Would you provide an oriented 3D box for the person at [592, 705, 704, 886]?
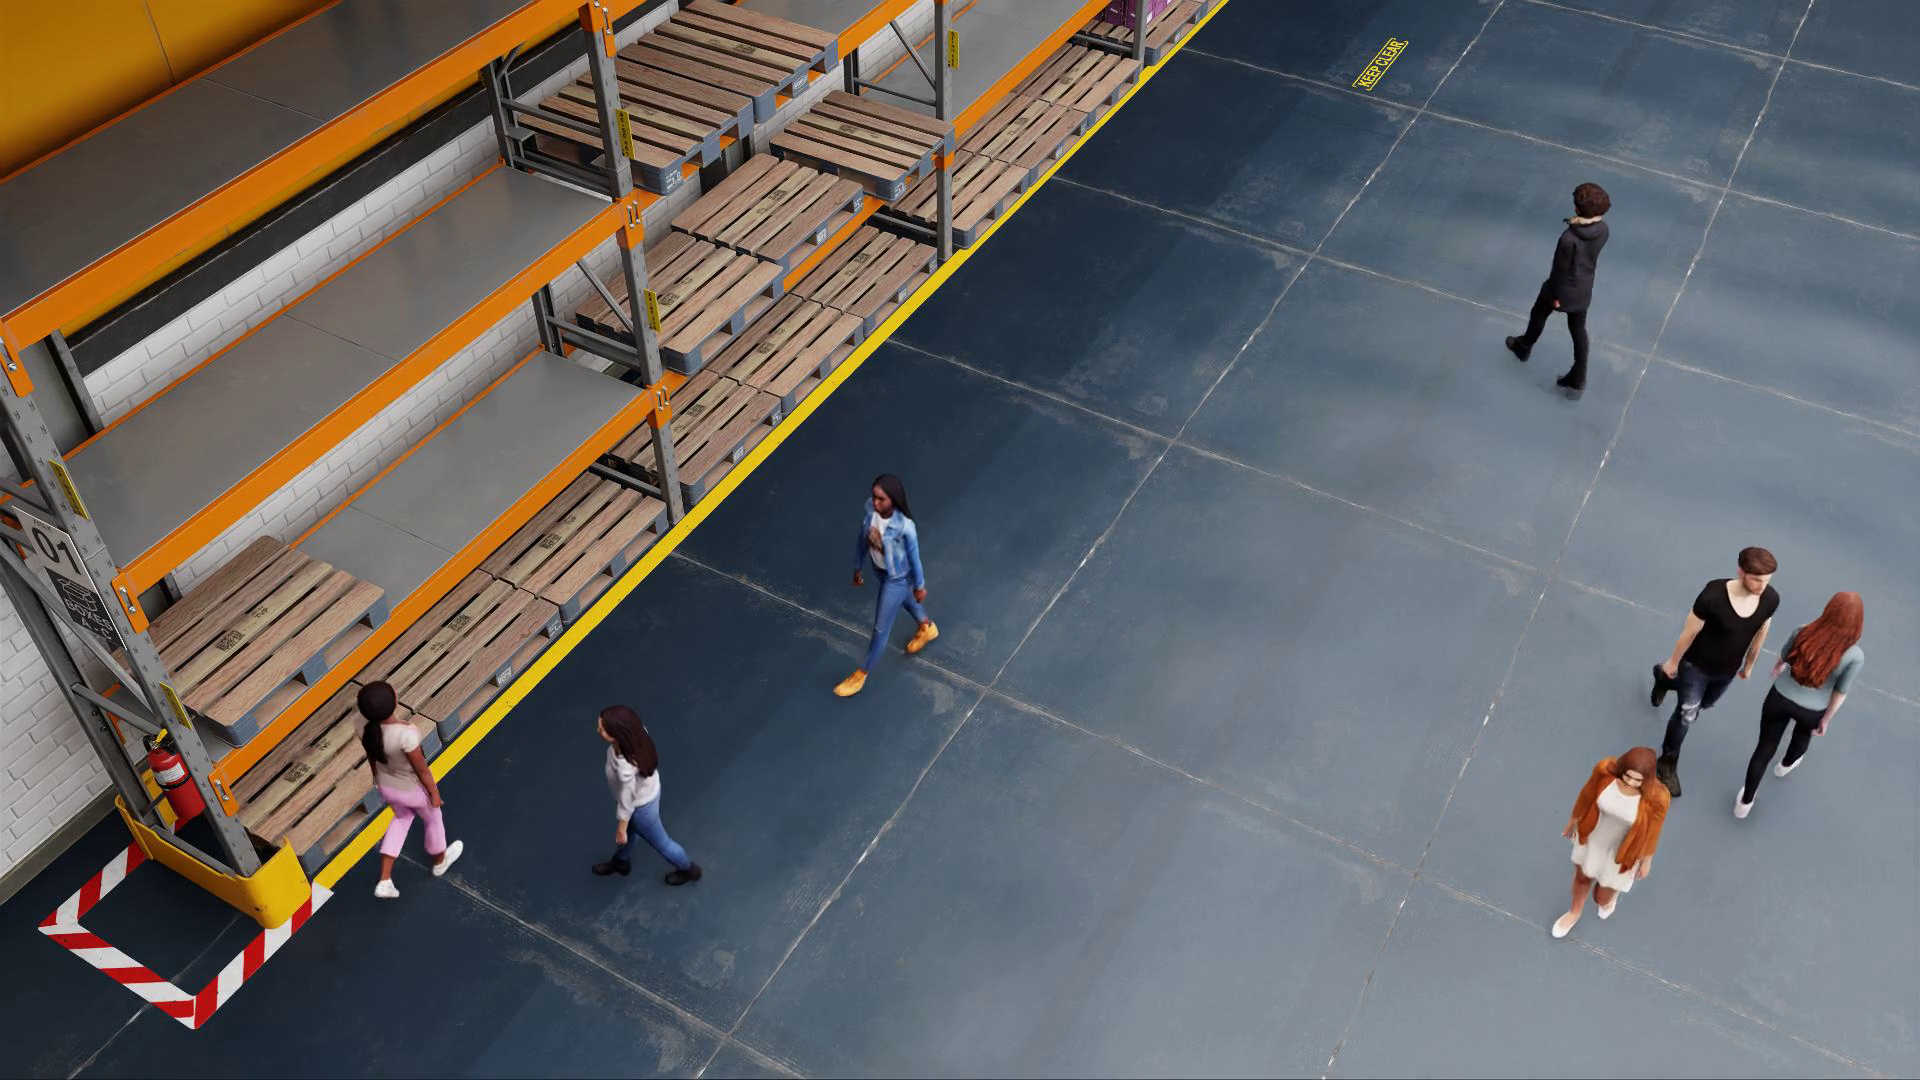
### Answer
[{"bbox_3d":[-1.768,1.503,9.569,0.968,1.603,0.956,-3,44,-4],"label":"person"}]

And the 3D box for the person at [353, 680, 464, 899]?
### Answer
[{"bbox_3d":[-3.228,1.475,9.510,0.667,1.724,0.918,16,46,16],"label":"person"}]

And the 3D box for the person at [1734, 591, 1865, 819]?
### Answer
[{"bbox_3d":[4.981,1.047,9.969,0.652,1.711,0.970,28,50,26],"label":"person"}]

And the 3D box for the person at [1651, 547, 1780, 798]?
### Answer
[{"bbox_3d":[4.582,0.674,10.242,1.054,1.874,1.219,-2,44,-2],"label":"person"}]

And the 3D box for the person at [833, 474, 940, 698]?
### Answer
[{"bbox_3d":[-0.379,0.204,10.884,1.252,1.668,0.888,-32,52,-29],"label":"person"}]

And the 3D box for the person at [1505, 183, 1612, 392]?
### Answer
[{"bbox_3d":[4.861,-1.958,13.091,1.110,1.754,1.105,-16,46,-16],"label":"person"}]

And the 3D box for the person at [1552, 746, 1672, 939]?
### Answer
[{"bbox_3d":[3.696,1.640,9.356,0.735,1.697,0.793,33,52,30],"label":"person"}]
